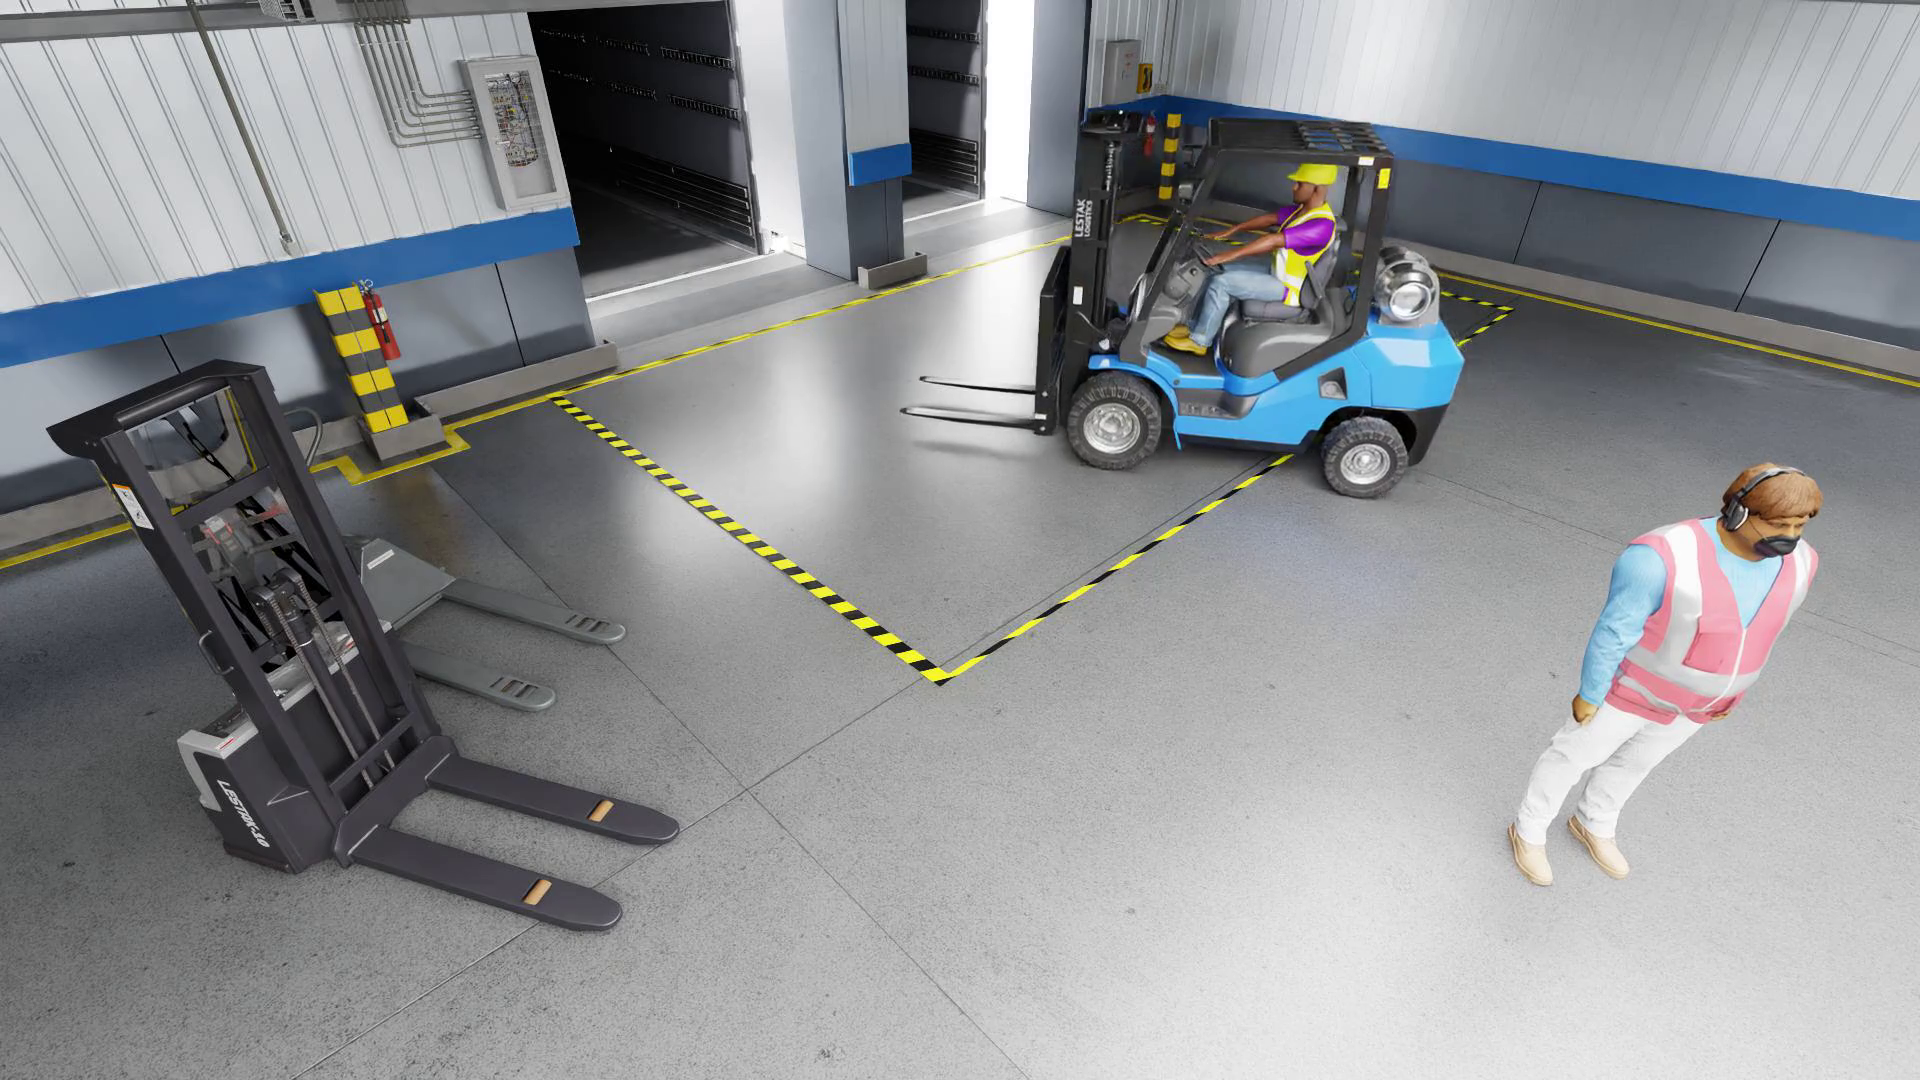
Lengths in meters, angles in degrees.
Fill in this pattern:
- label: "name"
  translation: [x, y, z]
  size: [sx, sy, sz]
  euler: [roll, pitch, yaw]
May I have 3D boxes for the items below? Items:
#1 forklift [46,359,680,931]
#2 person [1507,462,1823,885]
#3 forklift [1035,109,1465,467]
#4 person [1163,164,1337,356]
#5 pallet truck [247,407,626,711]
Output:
- label: "forklift"
  translation: [-2.135, 0.422, 3.354]
  size: [1.885, 1.965, 0.823]
  euler: [10, 35, 14]
- label: "person"
  translation: [2.528, 0.543, 3.313]
  size: [0.623, 1.844, 0.431]
  euler: [-1, 34, -2]
- label: "forklift"
  translation: [1.948, -1.703, 6.162]
  size: [2.680, 2.036, 1.157]
  euler: [7, 35, 10]
- label: "person"
  translation: [1.891, -1.869, 6.073]
  size: [1.004, 1.293, 0.635]
  euler: [7, 35, 10]
- label: "pallet truck"
  translation: [-2.628, 0.038, 4.590]
  size: [1.601, 1.201, 0.680]
  euler: [12, 36, 18]
